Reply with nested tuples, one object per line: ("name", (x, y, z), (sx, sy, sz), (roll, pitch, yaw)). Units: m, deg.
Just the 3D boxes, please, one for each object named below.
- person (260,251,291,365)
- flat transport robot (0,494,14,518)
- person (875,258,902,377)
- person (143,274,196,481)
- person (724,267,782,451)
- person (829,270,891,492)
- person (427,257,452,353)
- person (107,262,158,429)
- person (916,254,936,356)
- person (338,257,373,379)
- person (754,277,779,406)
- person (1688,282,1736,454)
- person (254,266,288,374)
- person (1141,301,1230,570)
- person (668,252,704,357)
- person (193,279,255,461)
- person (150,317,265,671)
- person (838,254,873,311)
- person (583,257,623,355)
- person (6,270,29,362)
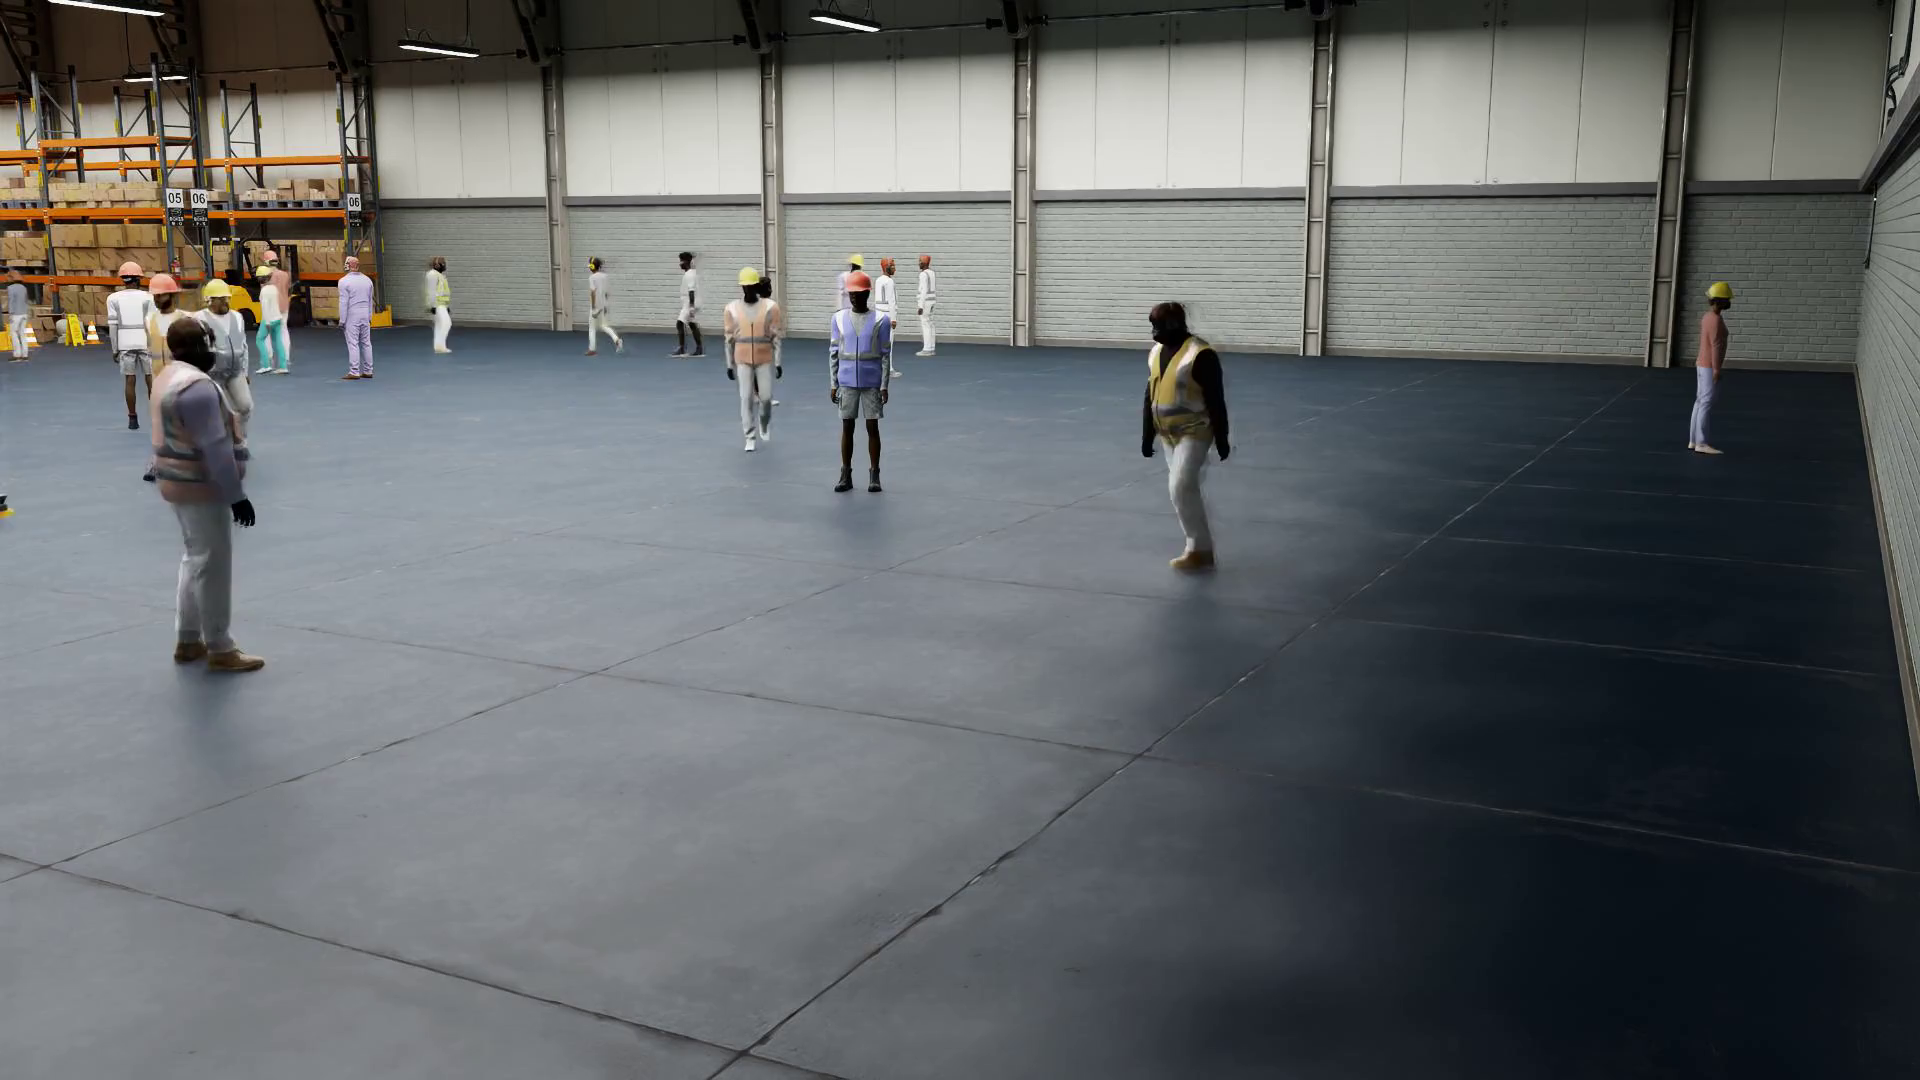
("person", (-11.920, -4.019, 28.849), (0.693, 1.971, 0.623), (7, 12, 33))
("flat transport robot", (-8.194, -0.231, 12.832), (1.431, 0.197, 0.652), (1, 10, 3))
("person", (-1.158, -3.527, 26.406), (0.341, 1.882, 0.586), (-5, 11, -25))
("person", (-7.323, -1.528, 15.511), (0.558, 1.890, 0.977), (1, 10, 6))
("person", (-2.164, -1.895, 17.406), (0.604, 1.914, 0.497), (-1, 10, -6))
("person", (-0.877, -1.382, 14.563), (0.545, 1.938, 0.359), (1, 10, 6))
("person", (-9.825, -4.448, 31.579), (0.537, 1.825, 0.659), (-1, 10, -3))
("person", (-9.555, -2.249, 19.305), (0.544, 1.933, 0.376), (-3, 11, -16))
("person", (-0.631, -4.383, 31.072), (0.337, 1.882, 0.584), (4, 11, 19))
("person", (-9.461, -3.461, 25.985), (0.407, 1.908, 0.641), (5, 11, 25))
("person", (-2.592, -2.627, 22.011), (0.318, 1.697, 0.535), (-4, 11, -20))
("person", (7.773, -1.772, 17.158), (0.325, 1.767, 0.533), (2, 11, 12))
("person", (-11.220, -3.547, 26.912), (0.605, 1.745, 0.530), (0, 10, 3))
("person", (1.522, -0.697, 11.194), (0.569, 1.803, 0.644), (-5, 11, -25))
("person", (-5.088, -4.316, 30.566), (0.786, 1.932, 0.639), (-1, 10, -6))
("person", (-7.236, -1.654, 16.381), (0.567, 1.811, 0.625), (7, 13, 34))
("person", (-3.897, -0.218, 8.570), (0.429, 1.821, 0.735), (-7, 12, -33))
("person", (-1.933, -4.323, 30.724), (0.619, 1.892, 0.438), (-4, 11, -22))
("person", (-6.708, -4.357, 31.033), (0.776, 1.853, 0.521), (5, 12, 27))
("person", (-16.804, -3.991, 29.639), (0.336, 1.624, 0.537), (1, 10, 4))
